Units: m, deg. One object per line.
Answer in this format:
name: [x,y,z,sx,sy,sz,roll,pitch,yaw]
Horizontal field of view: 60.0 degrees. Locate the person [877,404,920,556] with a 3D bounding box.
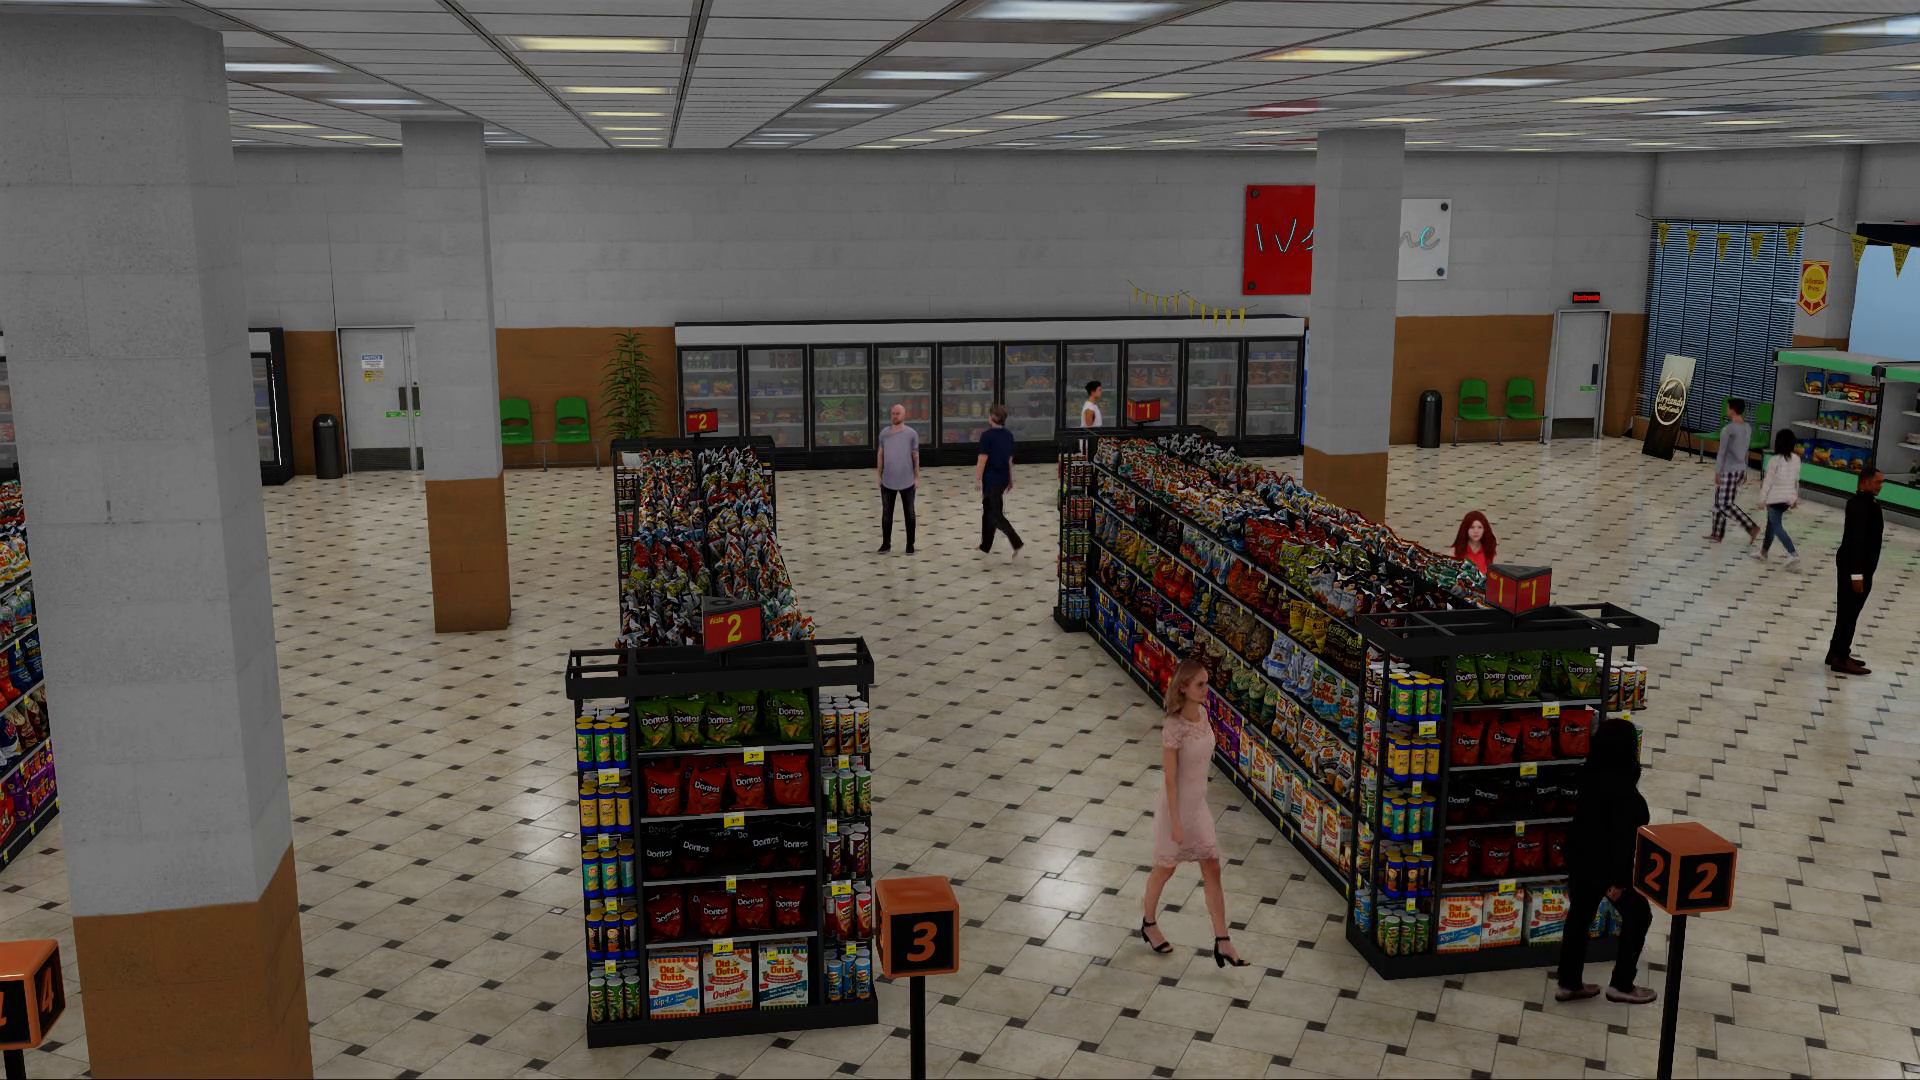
person: [-0.745,-0.742,20.229,0.745,1.837,0.719,2,12,10]

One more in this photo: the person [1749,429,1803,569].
person: [9.638,-0.463,19.456,0.747,1.610,1.084,-4,13,-20]

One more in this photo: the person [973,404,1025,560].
person: [0.488,-0.658,19.846,1.268,1.830,1.089,11,16,43]

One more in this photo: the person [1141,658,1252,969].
person: [1.194,1.538,9.488,0.928,1.801,1.072,-11,16,-42]

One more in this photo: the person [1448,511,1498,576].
person: [4.150,0.656,13.613,0.638,1.828,0.577,0,12,2]

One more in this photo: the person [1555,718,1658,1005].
person: [3.377,1.756,8.963,0.697,1.591,0.655,-2,12,-12]

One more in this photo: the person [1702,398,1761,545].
person: [9.644,-0.812,20.604,0.854,1.819,1.123,-7,14,-29]

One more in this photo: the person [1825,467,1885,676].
person: [8.235,0.262,15.301,0.861,1.902,0.764,6,13,25]

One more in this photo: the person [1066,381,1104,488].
person: [1.750,-1.332,23.190,0.850,1.771,0.901,1,12,6]
